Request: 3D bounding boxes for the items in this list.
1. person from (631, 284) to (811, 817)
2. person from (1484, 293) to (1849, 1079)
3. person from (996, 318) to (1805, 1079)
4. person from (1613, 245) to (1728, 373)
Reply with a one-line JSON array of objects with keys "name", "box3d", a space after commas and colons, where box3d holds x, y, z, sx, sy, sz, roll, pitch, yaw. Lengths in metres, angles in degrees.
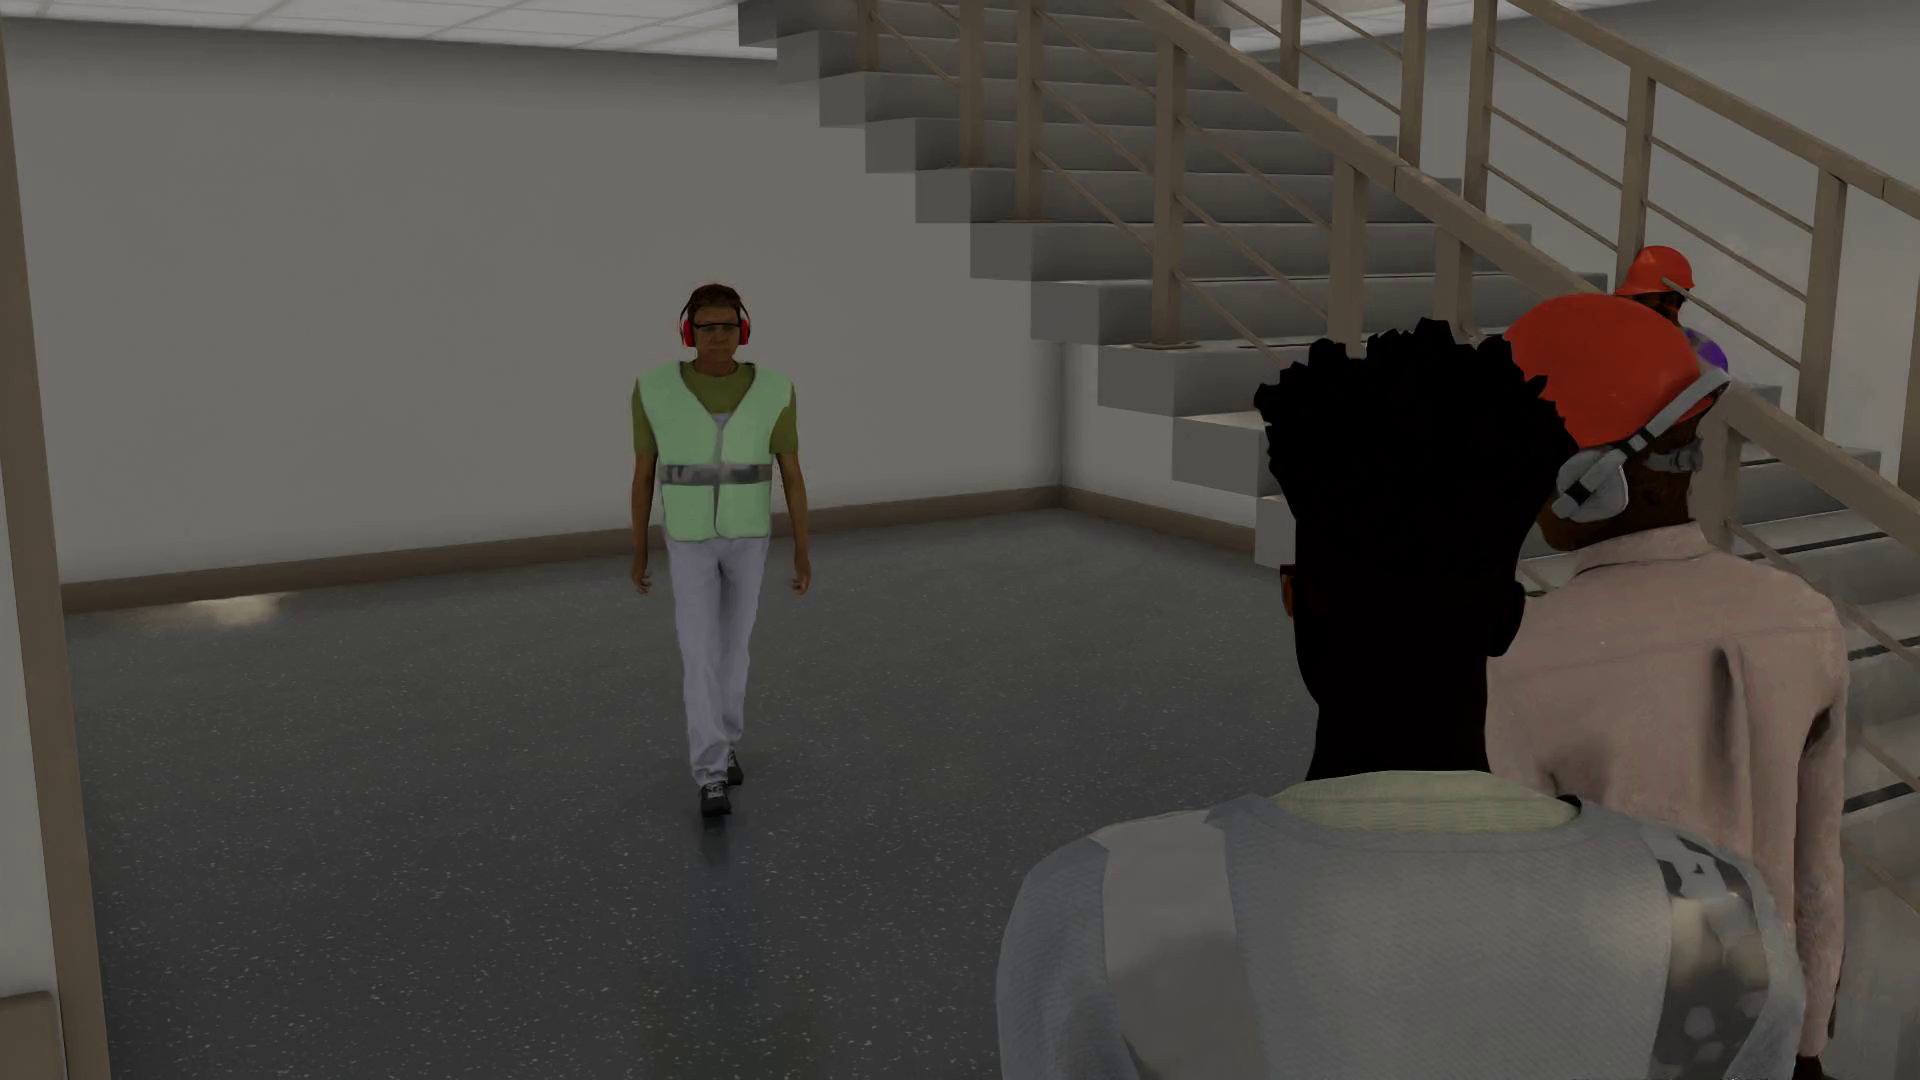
[{"name": "person", "box3d": [-0.806, 0.039, 5.734, 0.601, 1.807, 0.881, -4, 11, -19]}, {"name": "person", "box3d": [0.911, 0.675, 2.076, 0.633, 1.950, 0.870, -5, 12, -26]}, {"name": "person", "box3d": [0.314, 0.808, 1.338, 0.614, 1.952, 0.386, -1, 11, -8]}, {"name": "person", "box3d": [2.790, -0.215, 6.750, 0.374, 1.933, 0.550, -5, 12, -24]}]
